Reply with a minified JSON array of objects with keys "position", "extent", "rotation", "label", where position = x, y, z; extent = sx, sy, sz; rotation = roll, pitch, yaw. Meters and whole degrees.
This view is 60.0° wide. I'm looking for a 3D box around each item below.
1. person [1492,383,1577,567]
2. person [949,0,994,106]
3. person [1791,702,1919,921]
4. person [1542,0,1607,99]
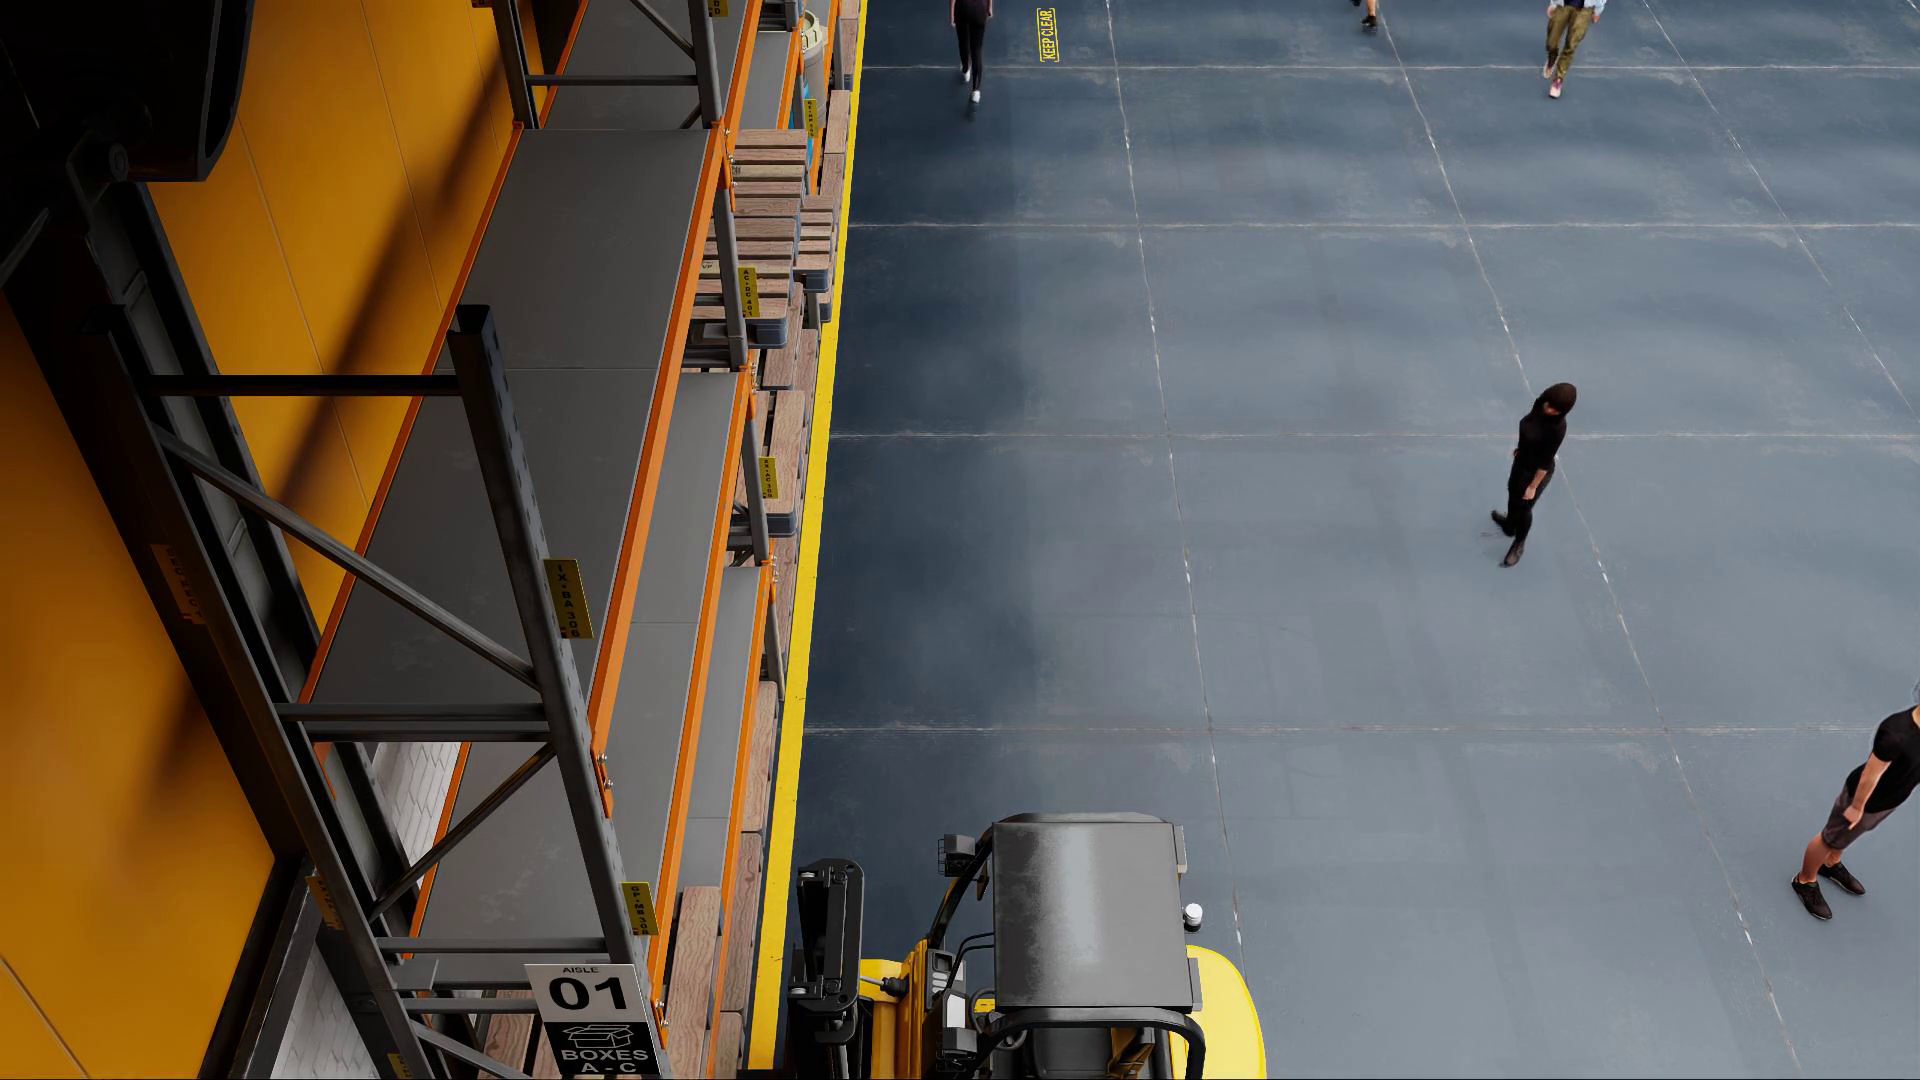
[{"position":[4.005,-0.540,11.635],"extent":[0.824,1.617,0.486],"rotation":[2,44,3],"label":"person"},{"position":[0.113,-5.126,16.388],"extent":[0.703,1.703,1.212],"rotation":[-4,44,-5],"label":"person"},{"position":[5.205,1.396,9.429],"extent":[0.767,1.858,0.765],"rotation":[-21,48,-21],"label":"person"},{"position":[6.113,-5.326,16.524],"extent":[0.824,1.805,0.886],"rotation":[14,45,15],"label":"person"}]
